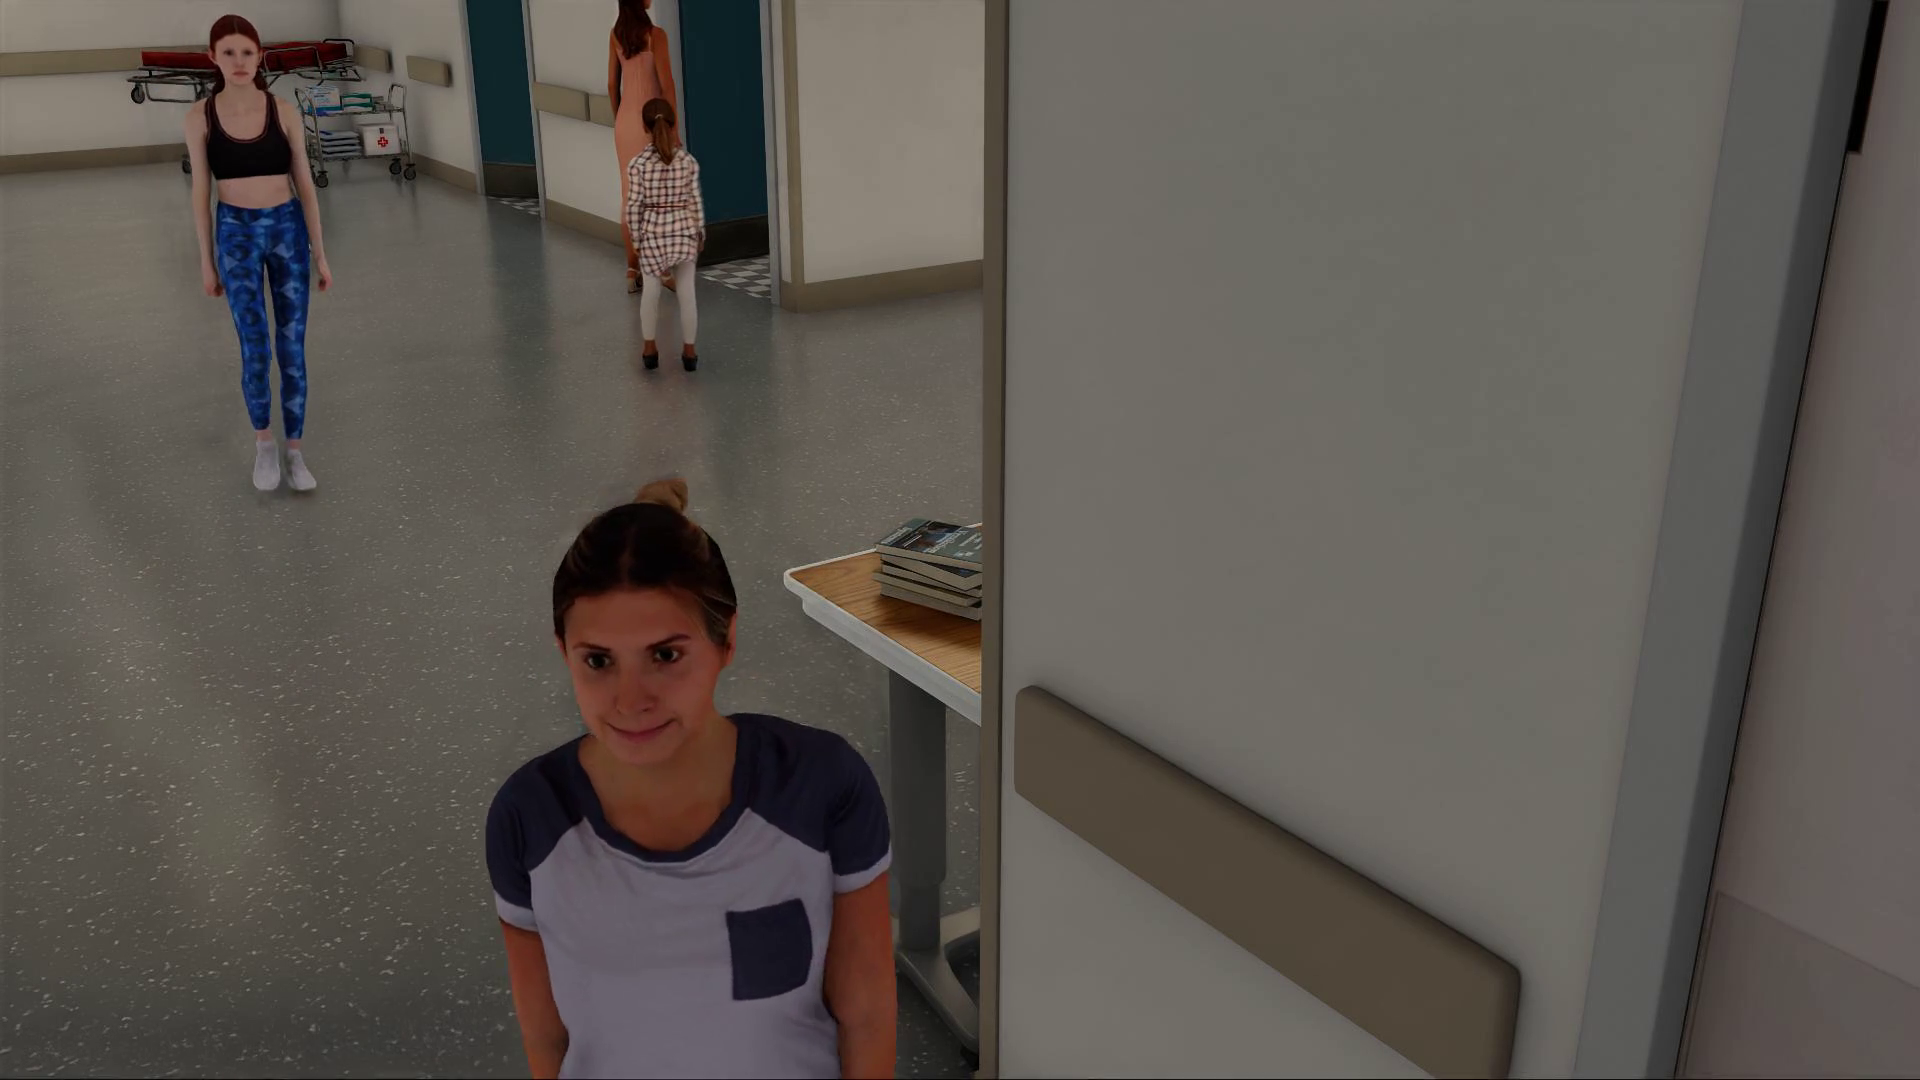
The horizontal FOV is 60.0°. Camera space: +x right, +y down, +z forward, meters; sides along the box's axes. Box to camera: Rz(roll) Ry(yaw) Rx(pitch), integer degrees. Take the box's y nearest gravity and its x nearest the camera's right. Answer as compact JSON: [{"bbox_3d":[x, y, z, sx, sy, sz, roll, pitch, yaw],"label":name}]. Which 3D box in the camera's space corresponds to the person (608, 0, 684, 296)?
[{"bbox_3d":[-1.835,-2.343,9.601,0.595,1.831,0.725,11,23,27],"label":"person"}]

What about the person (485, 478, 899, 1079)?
[{"bbox_3d":[-0.273,0.705,1.896,0.845,1.588,1.090,-4,21,-10],"label":"person"}]

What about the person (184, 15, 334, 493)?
[{"bbox_3d":[-2.636,-1.052,6.277,0.574,1.771,0.602,-13,24,-31],"label":"person"}]

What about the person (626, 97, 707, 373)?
[{"bbox_3d":[-1.405,-1.468,8.033,0.607,1.306,0.631,-4,21,-10],"label":"person"}]
